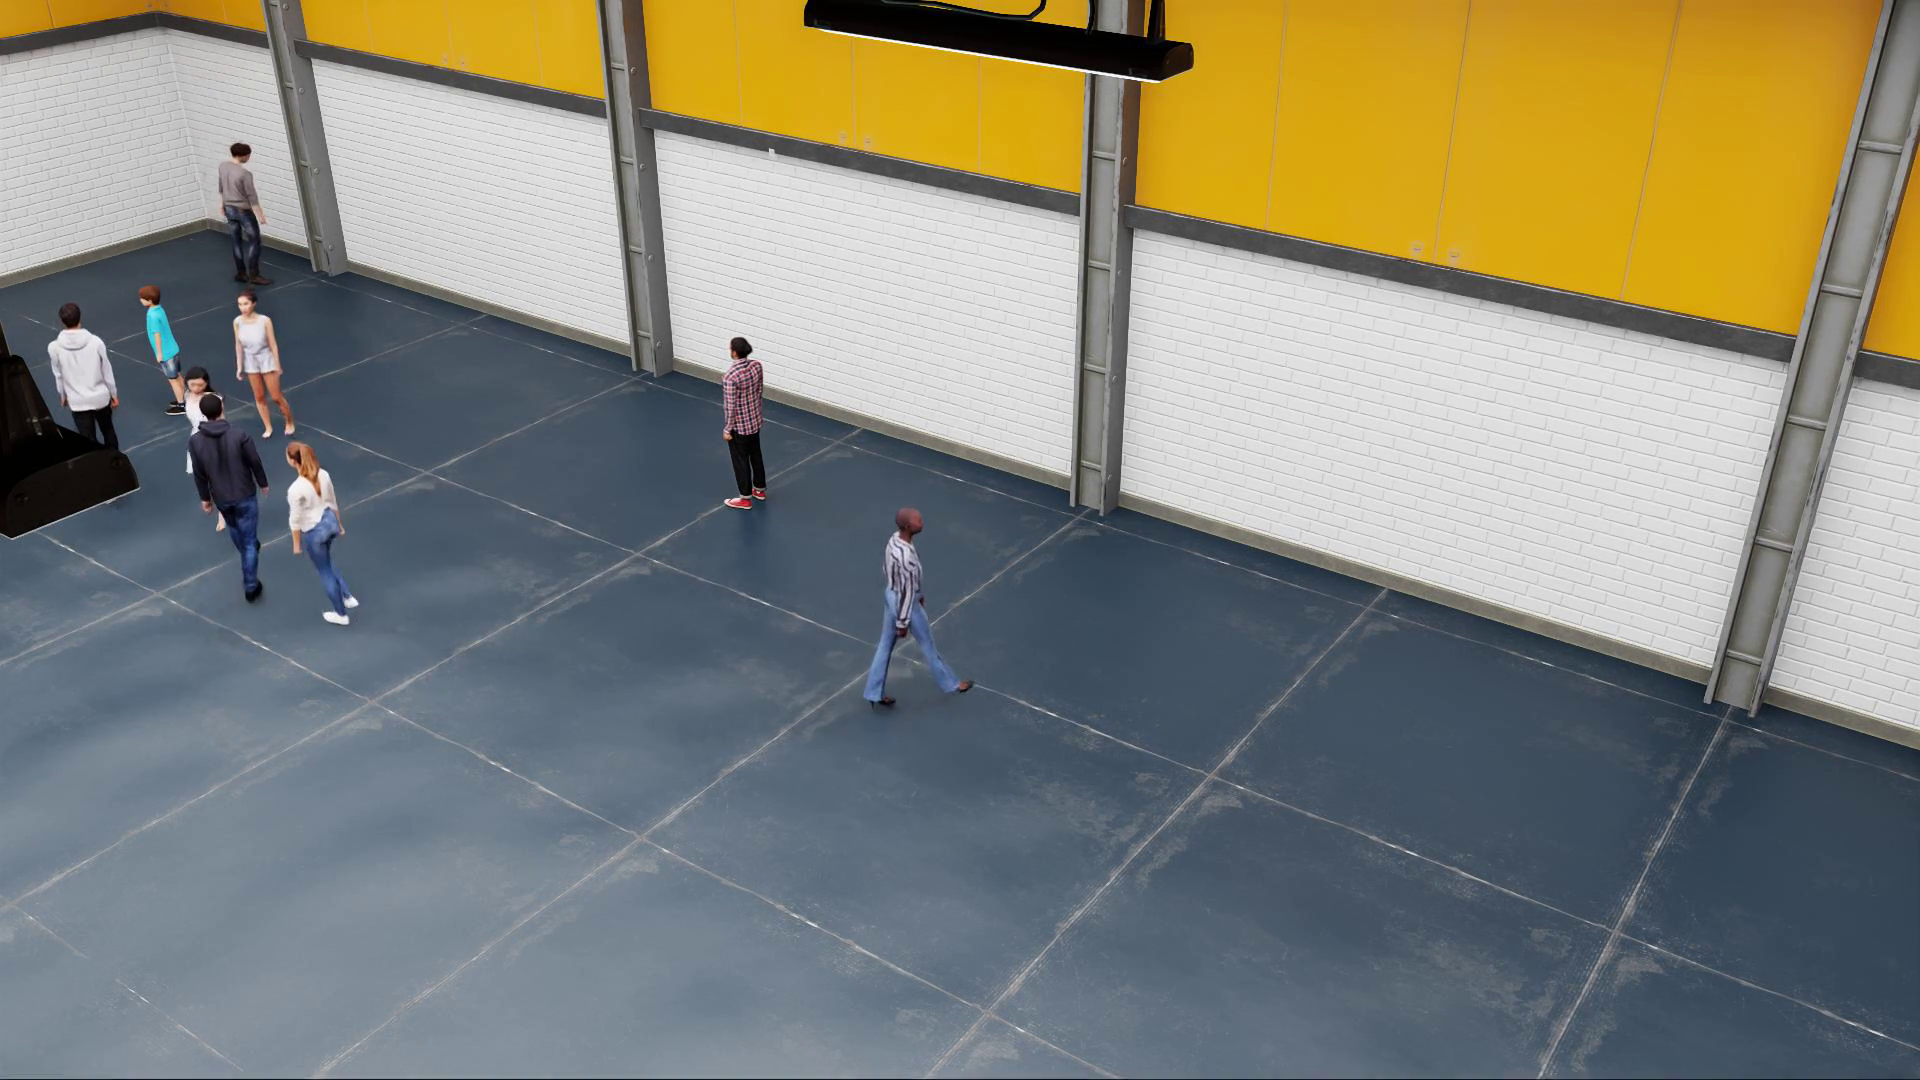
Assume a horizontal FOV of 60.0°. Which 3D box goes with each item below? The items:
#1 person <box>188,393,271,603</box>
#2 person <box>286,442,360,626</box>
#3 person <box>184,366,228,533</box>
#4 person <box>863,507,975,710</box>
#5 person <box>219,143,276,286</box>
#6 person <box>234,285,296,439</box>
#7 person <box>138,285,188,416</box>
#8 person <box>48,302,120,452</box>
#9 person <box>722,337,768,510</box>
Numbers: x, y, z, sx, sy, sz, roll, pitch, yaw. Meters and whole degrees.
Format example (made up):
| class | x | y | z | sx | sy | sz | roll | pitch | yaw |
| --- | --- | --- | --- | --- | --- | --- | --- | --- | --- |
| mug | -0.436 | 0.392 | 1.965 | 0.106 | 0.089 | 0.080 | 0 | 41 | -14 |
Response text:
| class | x | y | z | sx | sy | sz | roll | pitch | yaw |
| --- | --- | --- | --- | --- | --- | --- | --- | --- | --- |
| person | -6.330 | -0.331 | 14.478 | 1.162 | 1.844 | 1.197 | -4 | 29 | -7 |
| person | -5.348 | -0.036 | 14.072 | 0.717 | 1.715 | 0.699 | 11 | 30 | 19 |
| person | -6.939 | -0.847 | 15.535 | 0.813 | 1.737 | 0.847 | 11 | 30 | 19 |
| person | -0.531 | 0.570 | 12.919 | 1.095 | 1.756 | 1.150 | -11 | 30 | -19 |
| person | -9.426 | -4.249 | 21.644 | 0.620 | 1.860 | 0.973 | 4 | 29 | 7 |
| person | -7.392 | -1.898 | 17.589 | 0.694 | 1.616 | 0.777 | 1 | 29 | 2 |
| person | -8.636 | -2.086 | 18.111 | 0.651 | 1.447 | 0.578 | -8 | 30 | -14 |
| person | -8.530 | -1.354 | 16.291 | 0.985 | 1.903 | 1.256 | -16 | 32 | -27 |
| person | -2.090 | -1.151 | 16.067 | 0.607 | 1.762 | 0.696 | 16 | 32 | 27 |
